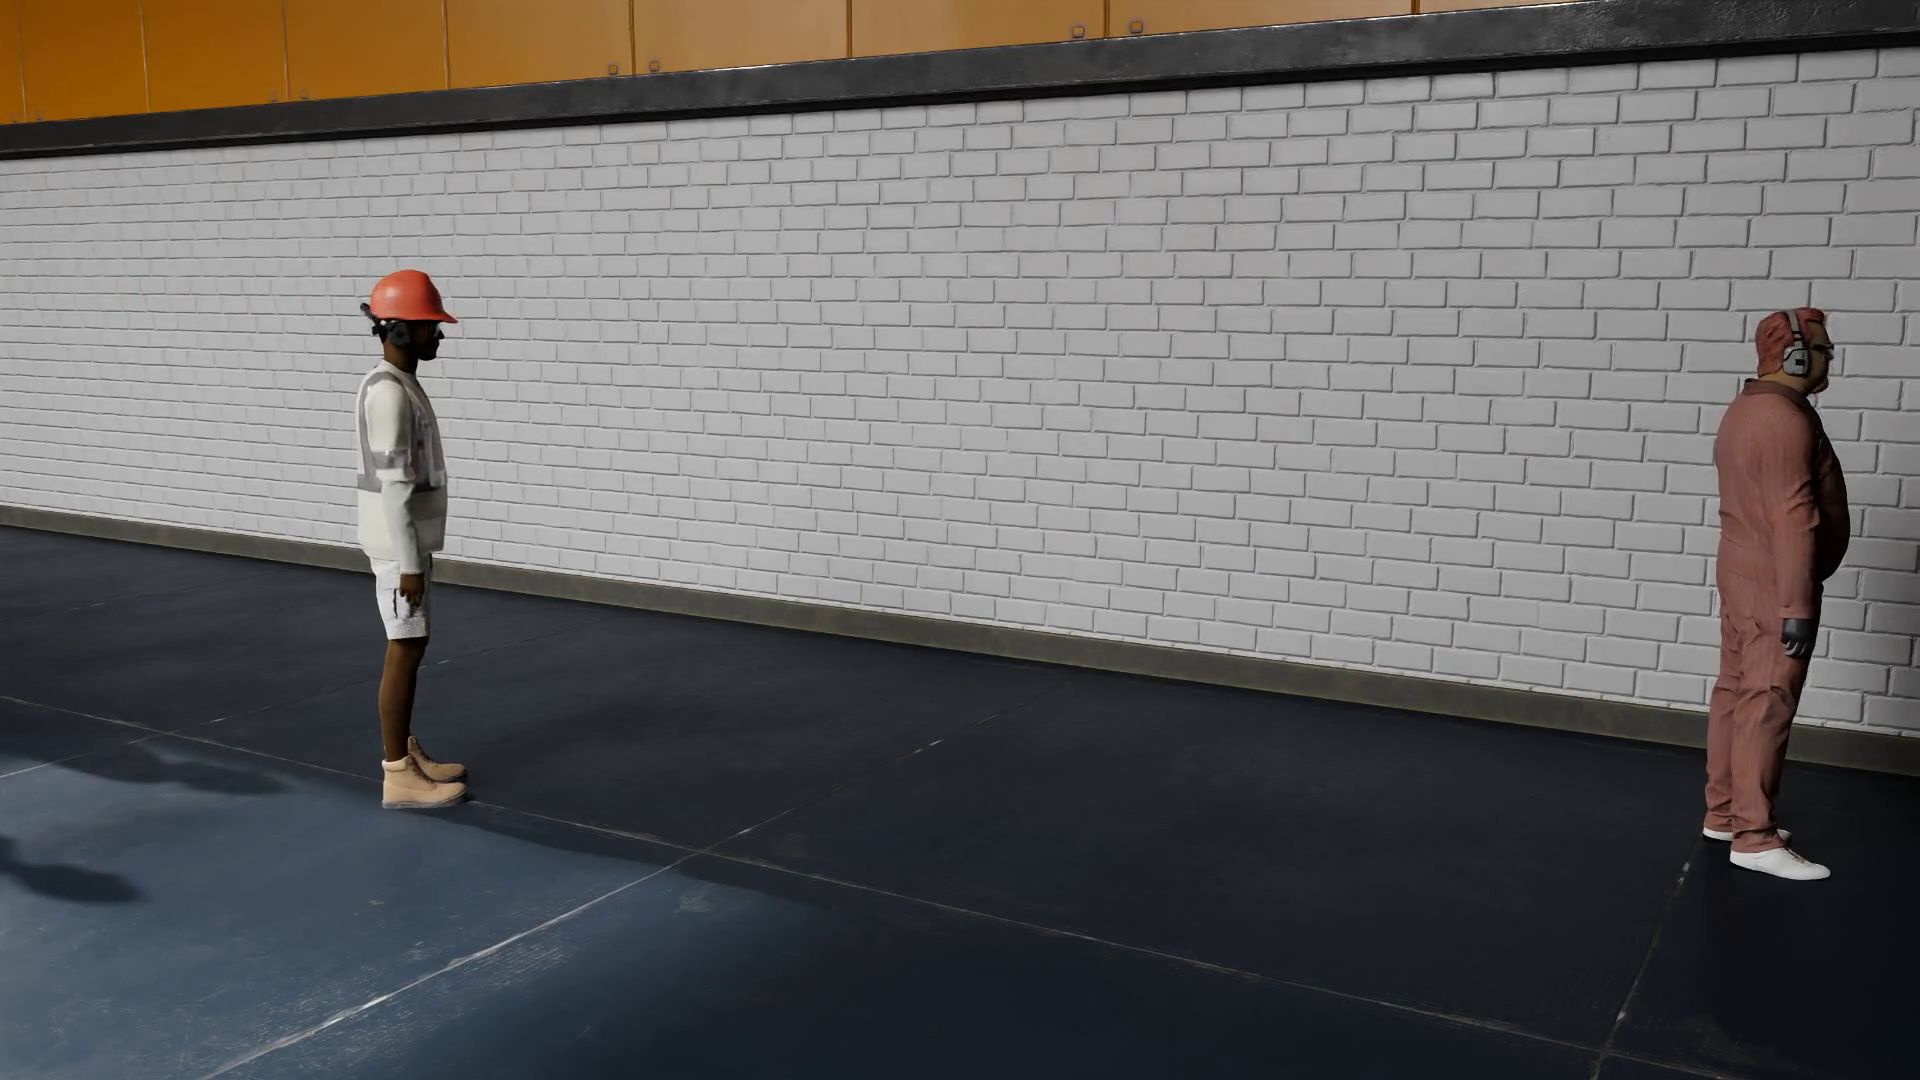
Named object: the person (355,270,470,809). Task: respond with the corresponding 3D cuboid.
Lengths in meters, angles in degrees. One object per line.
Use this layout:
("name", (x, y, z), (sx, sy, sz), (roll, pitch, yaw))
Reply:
("person", (-2.073, 0.007, 6.315), (0.396, 2.038, 0.607), (-3, 9, -15))

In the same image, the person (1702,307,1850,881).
("person", (2.781, 0.172, 5.654), (0.410, 1.913, 0.643), (2, 9, 9))
